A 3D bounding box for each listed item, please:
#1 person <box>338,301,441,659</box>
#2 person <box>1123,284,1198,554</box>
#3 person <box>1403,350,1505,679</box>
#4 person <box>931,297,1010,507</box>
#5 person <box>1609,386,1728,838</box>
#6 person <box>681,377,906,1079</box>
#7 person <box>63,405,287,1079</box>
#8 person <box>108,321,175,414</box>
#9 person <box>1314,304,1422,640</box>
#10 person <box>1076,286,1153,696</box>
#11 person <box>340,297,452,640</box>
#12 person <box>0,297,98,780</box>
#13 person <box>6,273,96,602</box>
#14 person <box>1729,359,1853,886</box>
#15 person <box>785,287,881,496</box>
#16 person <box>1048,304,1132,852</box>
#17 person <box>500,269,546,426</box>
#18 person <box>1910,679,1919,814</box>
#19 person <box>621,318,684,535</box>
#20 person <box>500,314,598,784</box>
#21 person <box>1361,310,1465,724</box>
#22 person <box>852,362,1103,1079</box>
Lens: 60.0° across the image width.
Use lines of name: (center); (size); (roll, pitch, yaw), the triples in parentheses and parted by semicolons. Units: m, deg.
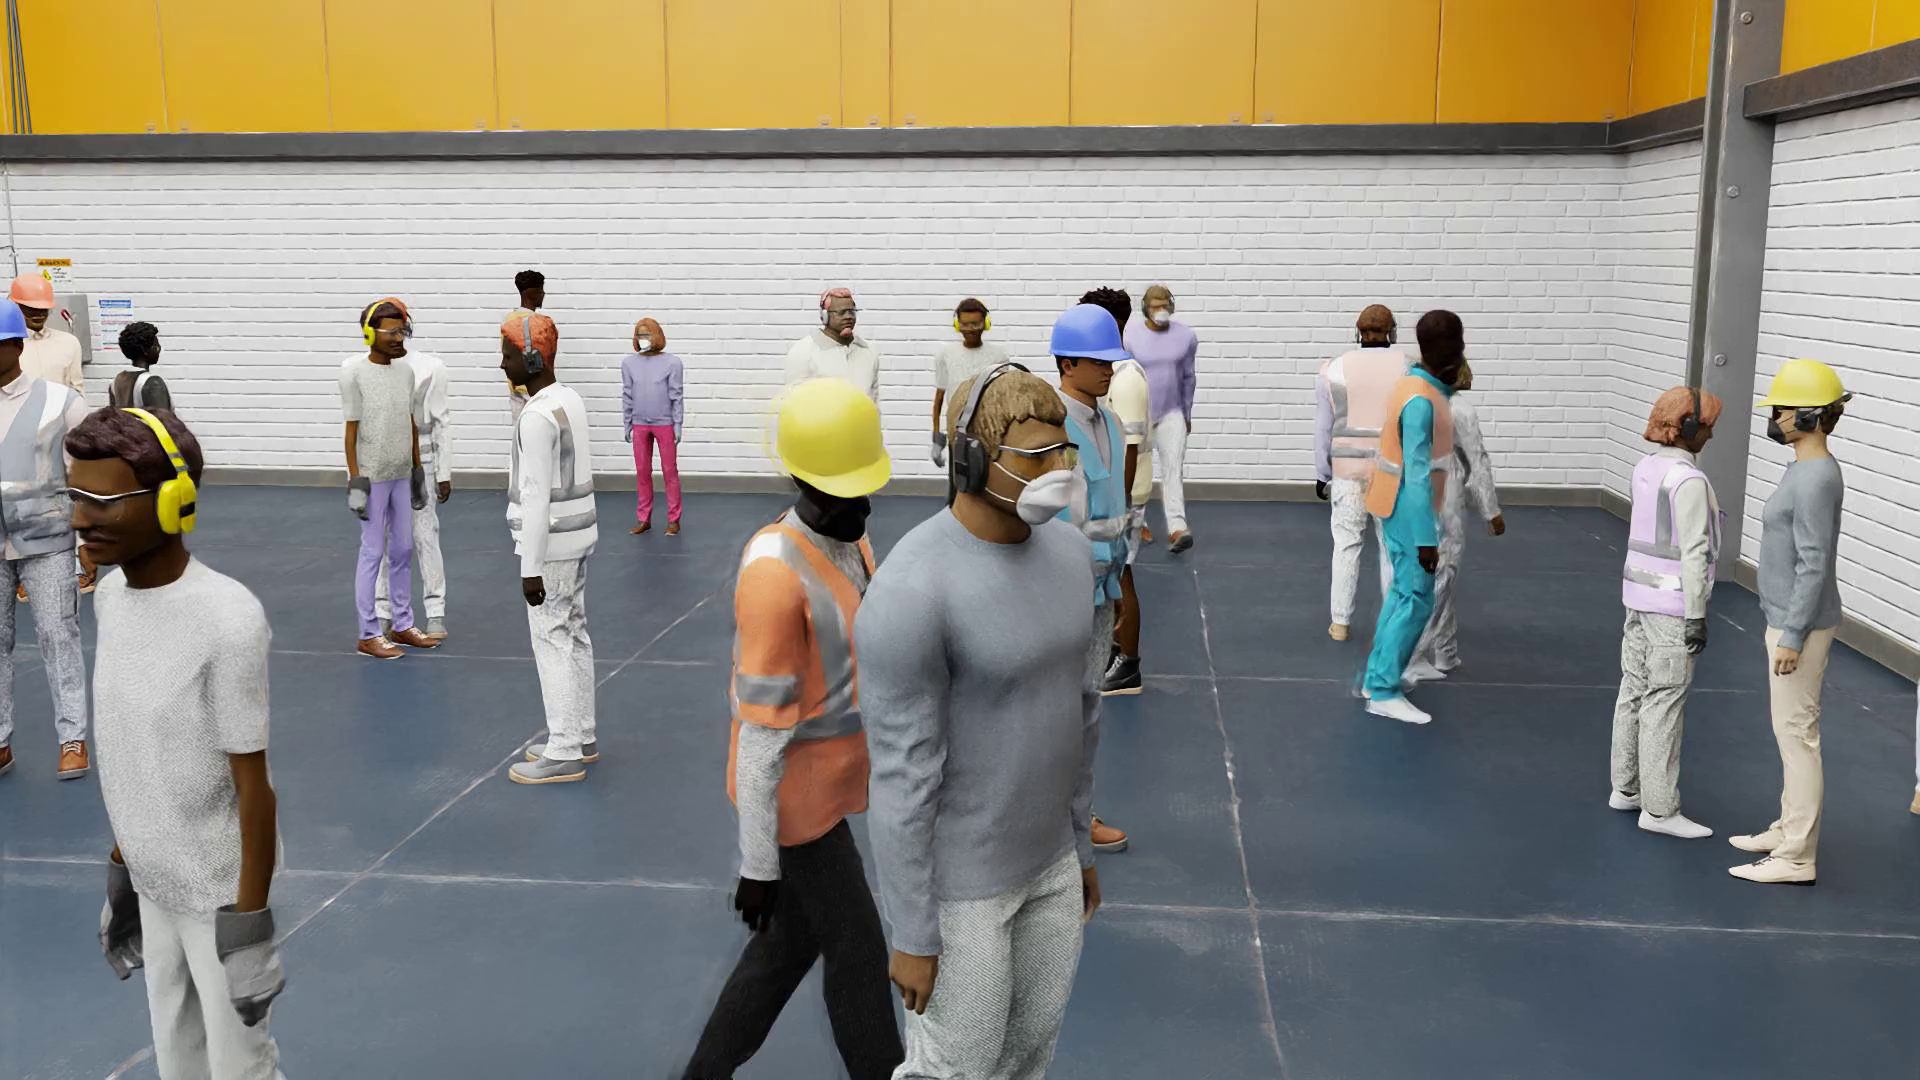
person: (-3.006, -0.310, 8.724); (0.323, 1.857, 0.515); (5, 11, 26)
person: (1.392, -0.846, 11.716); (0.644, 1.876, 1.036); (-2, 10, -10)
person: (2.385, -0.153, 8.237); (0.520, 1.727, 0.534); (-4, 11, -22)
person: (0.067, -0.670, 10.877); (0.517, 1.844, 0.703); (0, 10, 0)
person: (2.587, 0.257, 6.092); (0.308, 1.639, 0.511); (0, 10, -1)
person: (-0.311, 0.554, 3.739); (0.754, 1.869, 0.713); (1, 10, 6)
person: (-1.434, 0.672, 3.103); (0.514, 1.861, 0.340); (7, 12, 37)
person: (-4.925, -0.471, 10.092); (0.530, 1.697, 0.321); (7, 12, 36)
person: (2.234, -0.354, 9.027); (0.621, 1.838, 0.429); (3, 10, 17)
person: (0.730, -0.235, 8.006); (0.378, 1.957, 0.609); (-1, 10, -3)
person: (-3.053, -0.376, 9.053); (0.573, 1.876, 0.354); (-1, 10, -6)
person: (-3.766, 0.006, 6.641); (0.603, 1.949, 0.389); (-3, 10, -16)
person: (-5.614, -0.627, 10.157); (0.388, 1.987, 0.608); (7, 12, 36)
person: (2.794, 0.278, 5.609); (0.316, 1.767, 0.535); (5, 11, 26)
person: (-0.708, -0.532, 9.844); (0.642, 1.909, 0.410); (-8, 13, -38)
person: (0.395, 0.167, 5.719); (0.404, 1.945, 0.616); (7, 12, 33)
person: (-3.594, -1.283, 13.965); (0.616, 1.964, 0.361); (9, 14, 43)
person: (3.738, 0.166, 6.034); (0.430, 1.845, 0.624); (2, 10, 10)
person: (-2.293, -0.843, 12.428); (0.492, 1.625, 0.282); (2, 10, 14)
person: (-1.642, 0.041, 6.659); (0.361, 1.878, 0.583); (0, 10, 1)
person: (2.036, -0.105, 7.508); (0.397, 1.868, 0.751); (3, 10, 14)
person: (0.055, 0.632, 3.131); (0.368, 1.932, 0.622); (7, 12, 35)
